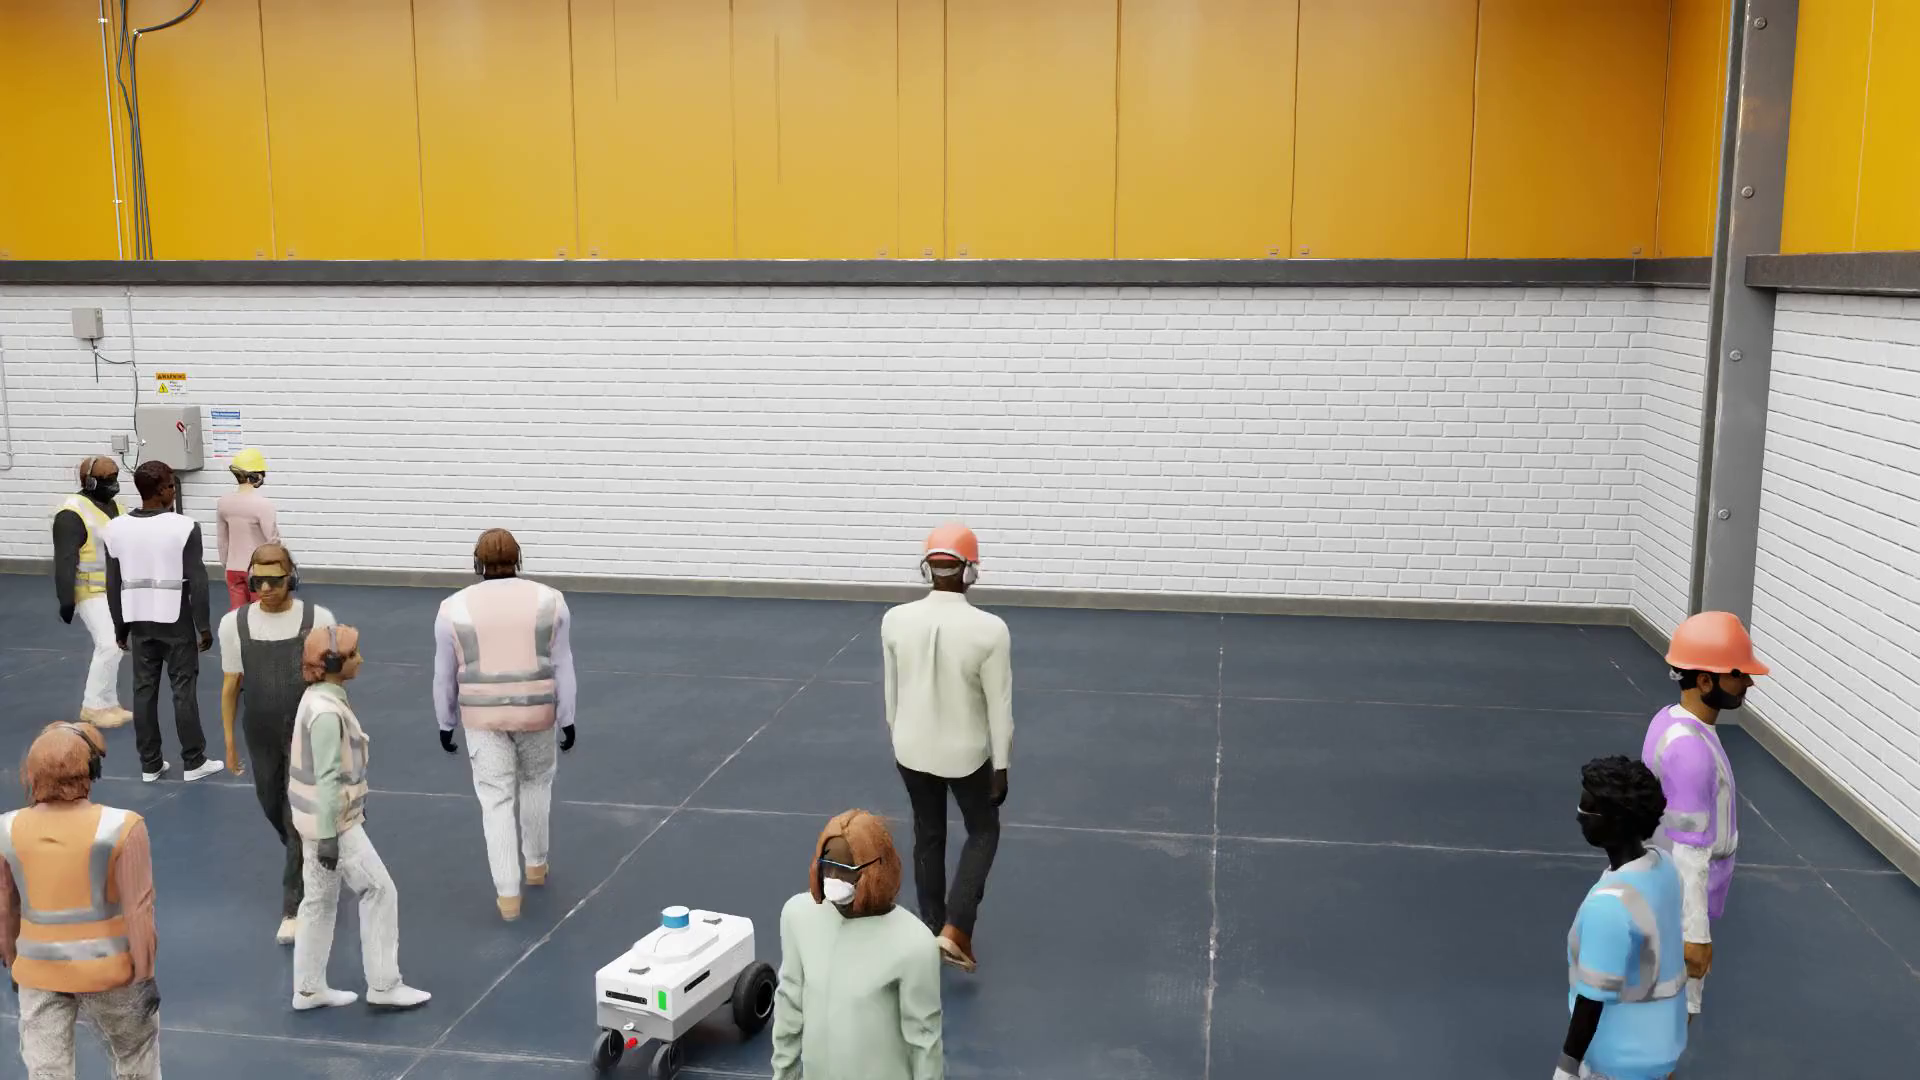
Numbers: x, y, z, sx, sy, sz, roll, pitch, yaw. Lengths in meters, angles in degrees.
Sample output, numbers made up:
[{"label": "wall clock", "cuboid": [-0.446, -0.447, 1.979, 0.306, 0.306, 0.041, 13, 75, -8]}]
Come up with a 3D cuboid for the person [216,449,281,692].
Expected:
[{"label": "person", "cuboid": [-5.071, 0.226, 11.952, 0.533, 1.767, 0.326, 4, 10, 21]}]

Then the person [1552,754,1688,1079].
[{"label": "person", "cuboid": [1.824, 1.431, 4.762, 0.586, 1.672, 0.553, 7, 11, 36]}]

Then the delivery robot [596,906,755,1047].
[{"label": "delivery robot", "cuboid": [-1.100, 1.671, 6.471, 0.477, 0.478, 0.707, 4, 10, 23]}]

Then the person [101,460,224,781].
[{"label": "person", "cuboid": [-4.744, 0.489, 9.867, 0.590, 1.916, 0.399, 0, 9, 3]}]

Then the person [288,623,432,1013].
[{"label": "person", "cuboid": [-2.454, 1.139, 6.780, 0.663, 1.614, 0.542, -4, 10, -25]}]

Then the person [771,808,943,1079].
[{"label": "person", "cuboid": [-0.254, 1.495, 4.595, 0.504, 1.610, 0.742, 6, 11, 33]}]

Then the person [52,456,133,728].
[{"label": "person", "cuboid": [-5.678, 0.347, 11.036, 0.473, 1.822, 0.664, 0, 9, 3]}]

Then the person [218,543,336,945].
[{"label": "person", "cuboid": [-3.153, 0.884, 7.793, 0.510, 1.816, 0.887, -2, 9, -10]}]

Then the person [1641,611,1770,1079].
[{"label": "person", "cuboid": [2.405, 1.186, 5.495, 0.372, 1.939, 0.544, 3, 10, 17]}]

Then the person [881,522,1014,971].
[{"label": "person", "cuboid": [-0.050, 0.911, 7.113, 0.611, 1.968, 0.500, 3, 10, 19]}]

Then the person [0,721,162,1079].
[{"label": "person", "cuboid": [-2.798, 1.368, 5.357, 0.537, 1.614, 0.755, 0, 9, -2]}]

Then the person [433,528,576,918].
[{"label": "person", "cuboid": [-2.188, 0.838, 8.003, 0.650, 1.815, 0.788, -3, 10, -17]}]
